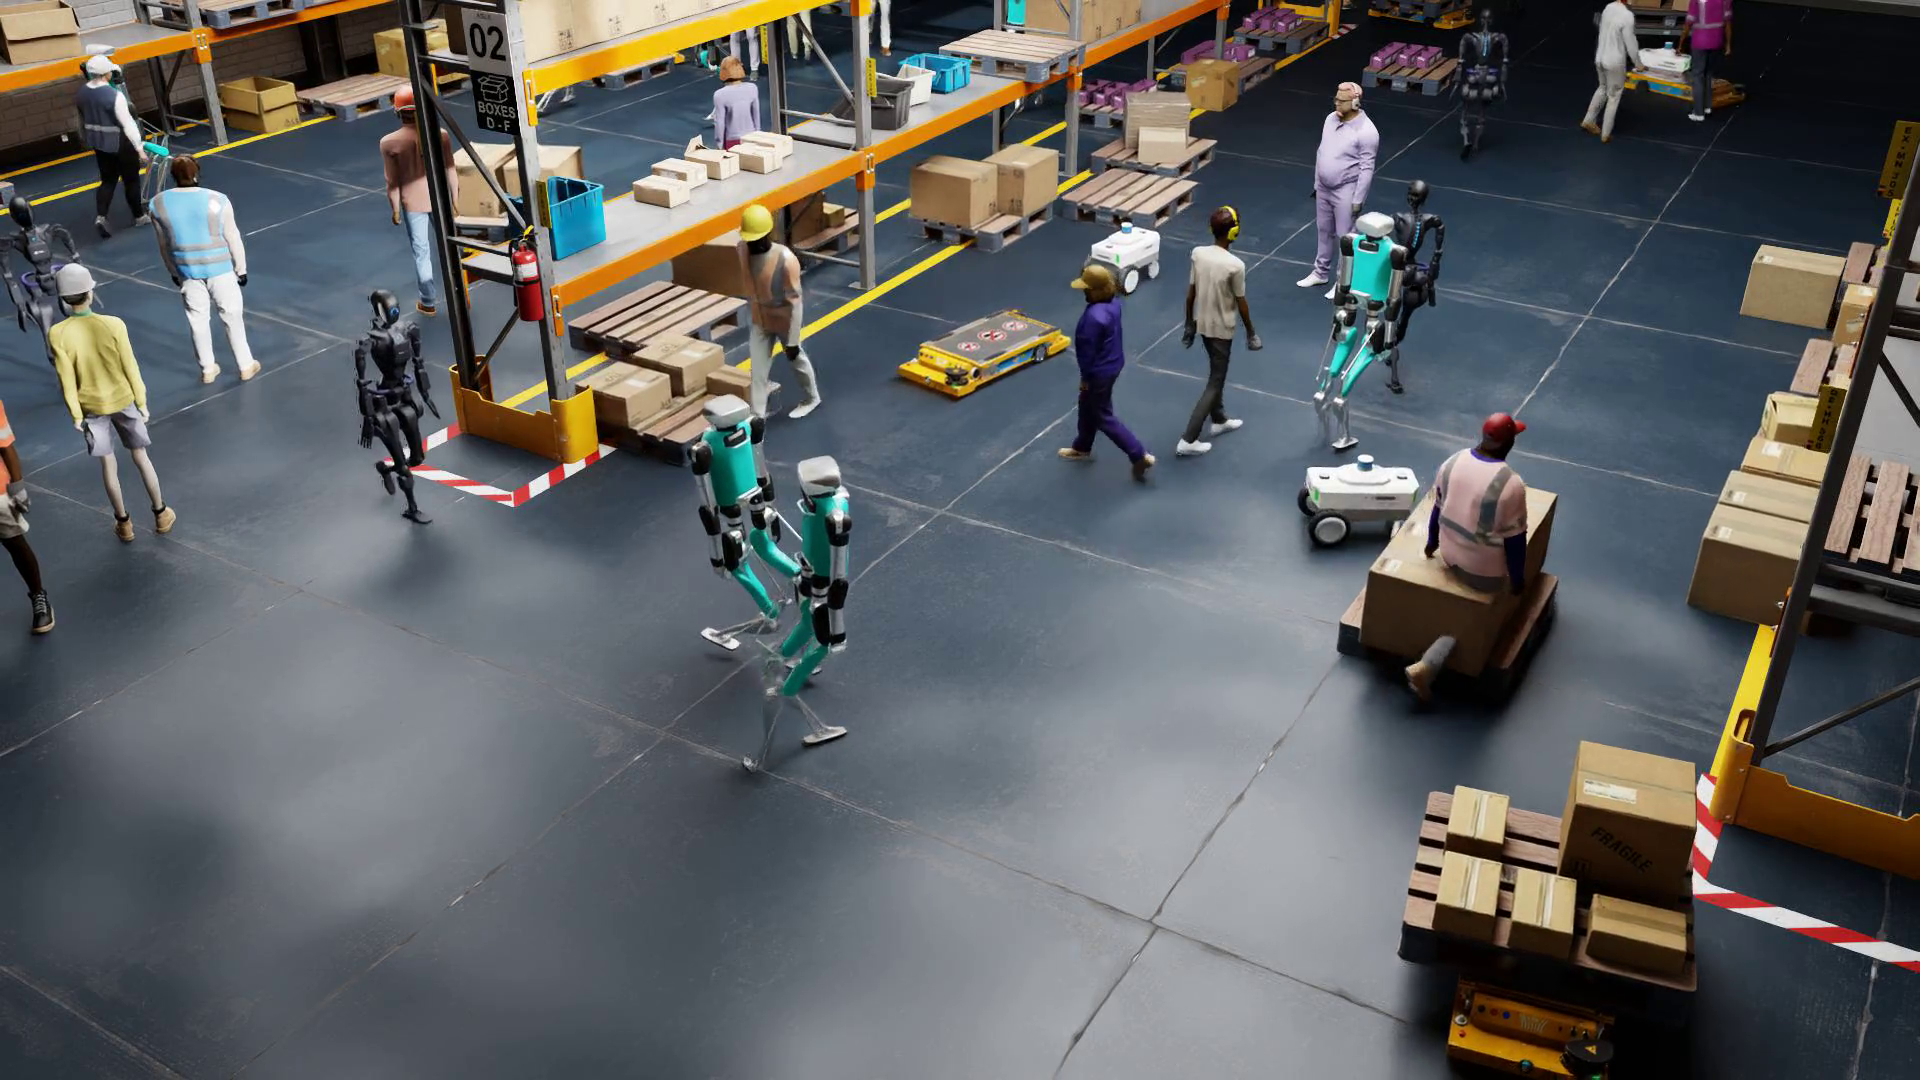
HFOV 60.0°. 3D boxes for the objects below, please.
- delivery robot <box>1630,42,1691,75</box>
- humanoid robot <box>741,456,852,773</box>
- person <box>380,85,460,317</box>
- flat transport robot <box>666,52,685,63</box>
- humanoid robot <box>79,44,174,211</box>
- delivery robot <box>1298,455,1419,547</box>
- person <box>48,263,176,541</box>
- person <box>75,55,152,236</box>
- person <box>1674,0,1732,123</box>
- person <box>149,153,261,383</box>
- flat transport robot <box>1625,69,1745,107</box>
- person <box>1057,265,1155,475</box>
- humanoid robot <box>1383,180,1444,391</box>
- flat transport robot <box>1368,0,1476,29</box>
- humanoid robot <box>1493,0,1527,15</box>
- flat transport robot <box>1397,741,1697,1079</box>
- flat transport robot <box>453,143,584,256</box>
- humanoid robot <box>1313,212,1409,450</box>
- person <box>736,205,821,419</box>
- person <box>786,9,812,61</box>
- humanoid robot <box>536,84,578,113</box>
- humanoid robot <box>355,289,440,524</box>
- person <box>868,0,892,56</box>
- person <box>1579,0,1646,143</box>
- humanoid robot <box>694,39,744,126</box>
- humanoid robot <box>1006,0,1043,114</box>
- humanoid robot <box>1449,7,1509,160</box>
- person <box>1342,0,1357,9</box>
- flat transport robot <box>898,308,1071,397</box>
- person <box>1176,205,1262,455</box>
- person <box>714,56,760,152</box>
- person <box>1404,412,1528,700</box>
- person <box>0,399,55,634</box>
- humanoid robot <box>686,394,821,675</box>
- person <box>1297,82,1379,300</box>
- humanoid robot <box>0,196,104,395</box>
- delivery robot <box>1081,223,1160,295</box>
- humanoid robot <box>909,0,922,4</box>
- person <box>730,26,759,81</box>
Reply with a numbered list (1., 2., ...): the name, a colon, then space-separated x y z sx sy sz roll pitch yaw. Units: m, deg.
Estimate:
1. delivery robot: 9.089 -6.124 21.501 0.809 0.611 0.499 25 38 37
2. humanoid robot: -0.949 0.468 8.712 0.790 1.874 0.550 -11 31 -19
3. person: -4.614 -2.913 14.344 0.608 1.995 0.375 -15 33 -25
4. flat transport robot: -4.502 -6.486 22.416 1.431 0.231 0.659 -21 36 -33
5. humanoid robot: -8.263 -4.183 16.713 0.533 1.677 0.735 15 33 24
6. delivery robot: 2.649 -0.270 11.145 0.781 0.610 0.521 0 29 1
7. person: -5.561 -0.879 10.854 0.475 1.888 0.397 -13 32 -22
8. person: -8.320 -3.846 16.260 0.779 1.737 0.706 7 30 13
9. person: 8.884 -5.914 19.829 0.566 1.813 0.498 -4 30 -6
10. person: -5.940 -2.136 13.132 0.619 1.836 0.429 -5 30 -10
11. flat transport robot: 9.163 -5.783 21.171 0.659 0.231 1.431 -20 35 -31
12. person: 1.061 -1.189 11.703 0.722 1.588 0.482 10 31 18
13. humanoid robot: 3.496 -2.045 13.182 0.614 1.628 0.783 -3 30 -5
14. flat transport robot: 6.910 -7.882 24.884 0.659 0.231 1.431 -26 39 -38
15. humanoid robot: 8.411 -8.791 25.056 0.370 1.640 0.589 -8 31 -14
16. flat transport robot: 2.649 1.885 7.607 0.659 0.231 1.431 10 31 18
17. flat transport robot: -4.254 -2.901 16.073 0.659 0.231 1.431 4 30 7
18. humanoid robot: 2.787 -1.409 11.974 0.664 1.830 0.538 -25 38 -37
19. person: -1.352 -1.614 12.206 0.589 1.835 1.066 15 33 25
20. person: -2.193 -7.348 22.459 0.572 1.728 0.690 -5 30 -9
21. humanoid robot: -4.923 -6.049 20.172 0.555 1.740 1.036 19 35 31
22. humanoid robot: -3.857 -0.928 11.160 0.582 1.632 0.612 16 33 27
23. person: -1.139 -7.661 22.817 0.636 1.915 0.659 -7 30 -12
24. person: 7.507 -5.516 19.102 0.484 1.849 0.685 -8 30 -13
25. humanoid robot: -2.809 -5.715 19.430 0.735 1.672 0.533 -16 33 -27
26. humanoid robot: 0.831 -6.065 20.242 0.550 1.837 0.885 12 32 20
27. humanoid robot: 5.775 -5.032 18.415 0.616 1.637 0.572 3 30 6
28. person: 5.928 -9.038 25.419 0.329 1.750 0.571 -24 37 -36
29. flat transport robot: 0.218 -1.557 13.696 0.659 0.231 1.431 24 37 36
30. person: 1.873 -1.517 12.027 0.750 1.835 0.522 -17 34 -28
31. person: -2.224 -4.017 16.670 0.503 1.628 0.278 -18 34 -29
32. person: 2.848 0.096 9.291 0.751 1.725 0.618 -14 33 -24
33. person: -5.804 -0.291 9.750 0.602 1.954 0.389 -11 31 -18
34. humanoid robot: -1.103 0.047 9.386 1.029 1.730 0.560 21 35 32
35. person: 3.354 -3.104 14.770 0.412 1.907 0.647 -16 33 -26
36. humanoid robot: -6.982 -1.882 12.839 0.615 1.645 0.354 -20 35 -31
37. delivery robot: 1.510 -2.607 15.260 0.499 0.592 0.796 23 36 34
38. humanoid robot: -0.687 -9.085 25.575 0.602 1.643 0.460 -7 30 -13
39. person: -2.850 -6.944 21.534 0.481 1.944 0.433 2 30 4
